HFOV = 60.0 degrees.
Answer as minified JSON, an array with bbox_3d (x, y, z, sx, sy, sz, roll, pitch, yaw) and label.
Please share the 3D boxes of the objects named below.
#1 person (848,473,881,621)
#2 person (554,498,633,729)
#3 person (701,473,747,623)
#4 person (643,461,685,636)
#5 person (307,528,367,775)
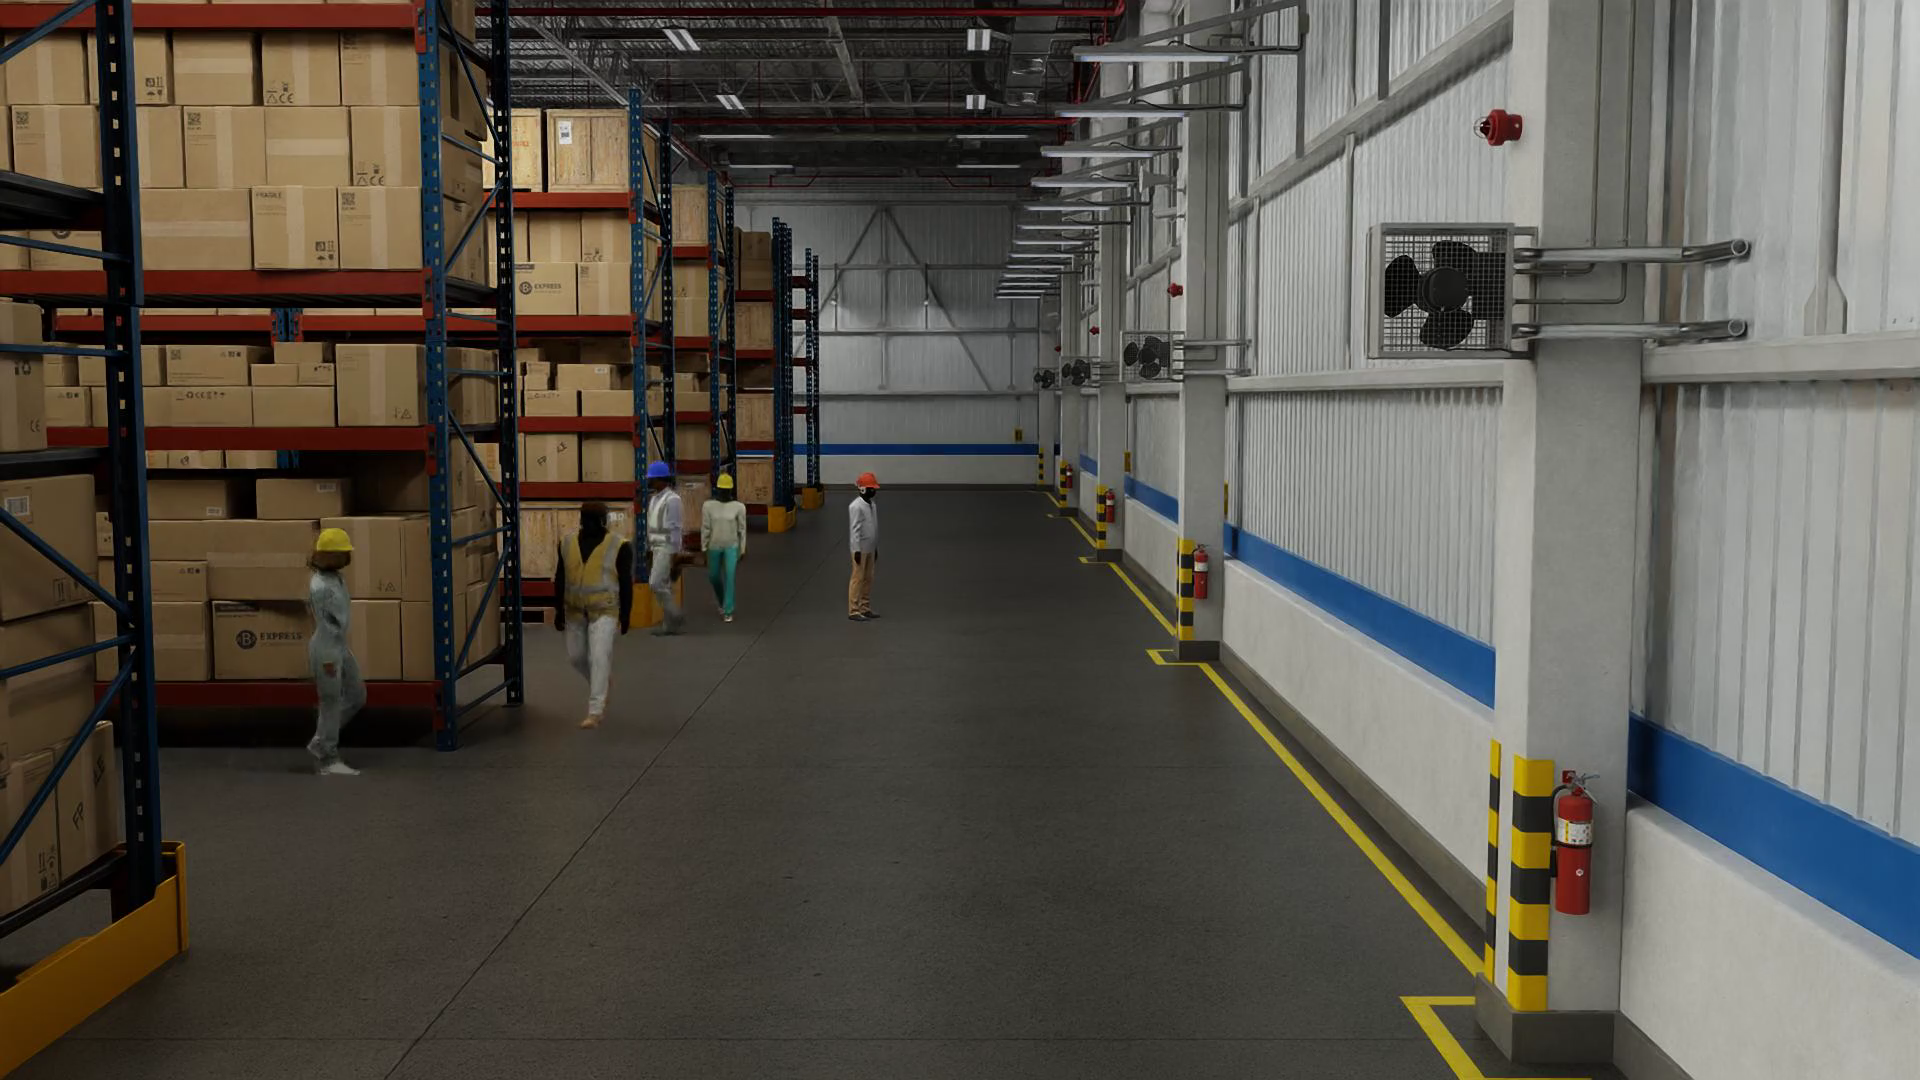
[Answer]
[{"bbox_3d":[-1.098,0.081,19.531,0.351,1.742,0.566,2,5,23],"label":"person"},{"bbox_3d":[-2.937,0.567,13.386,0.637,1.827,0.695,1,5,11],"label":"person"},{"bbox_3d":[-2.763,0.076,19.529,0.536,1.747,0.592,0,5,1],"label":"person"},{"bbox_3d":[-3.265,0.101,18.195,0.446,1.929,0.627,-3,6,-30],"label":"person"},{"bbox_3d":[-4.309,0.778,11.499,0.346,1.733,0.489,0,5,-1],"label":"person"}]
